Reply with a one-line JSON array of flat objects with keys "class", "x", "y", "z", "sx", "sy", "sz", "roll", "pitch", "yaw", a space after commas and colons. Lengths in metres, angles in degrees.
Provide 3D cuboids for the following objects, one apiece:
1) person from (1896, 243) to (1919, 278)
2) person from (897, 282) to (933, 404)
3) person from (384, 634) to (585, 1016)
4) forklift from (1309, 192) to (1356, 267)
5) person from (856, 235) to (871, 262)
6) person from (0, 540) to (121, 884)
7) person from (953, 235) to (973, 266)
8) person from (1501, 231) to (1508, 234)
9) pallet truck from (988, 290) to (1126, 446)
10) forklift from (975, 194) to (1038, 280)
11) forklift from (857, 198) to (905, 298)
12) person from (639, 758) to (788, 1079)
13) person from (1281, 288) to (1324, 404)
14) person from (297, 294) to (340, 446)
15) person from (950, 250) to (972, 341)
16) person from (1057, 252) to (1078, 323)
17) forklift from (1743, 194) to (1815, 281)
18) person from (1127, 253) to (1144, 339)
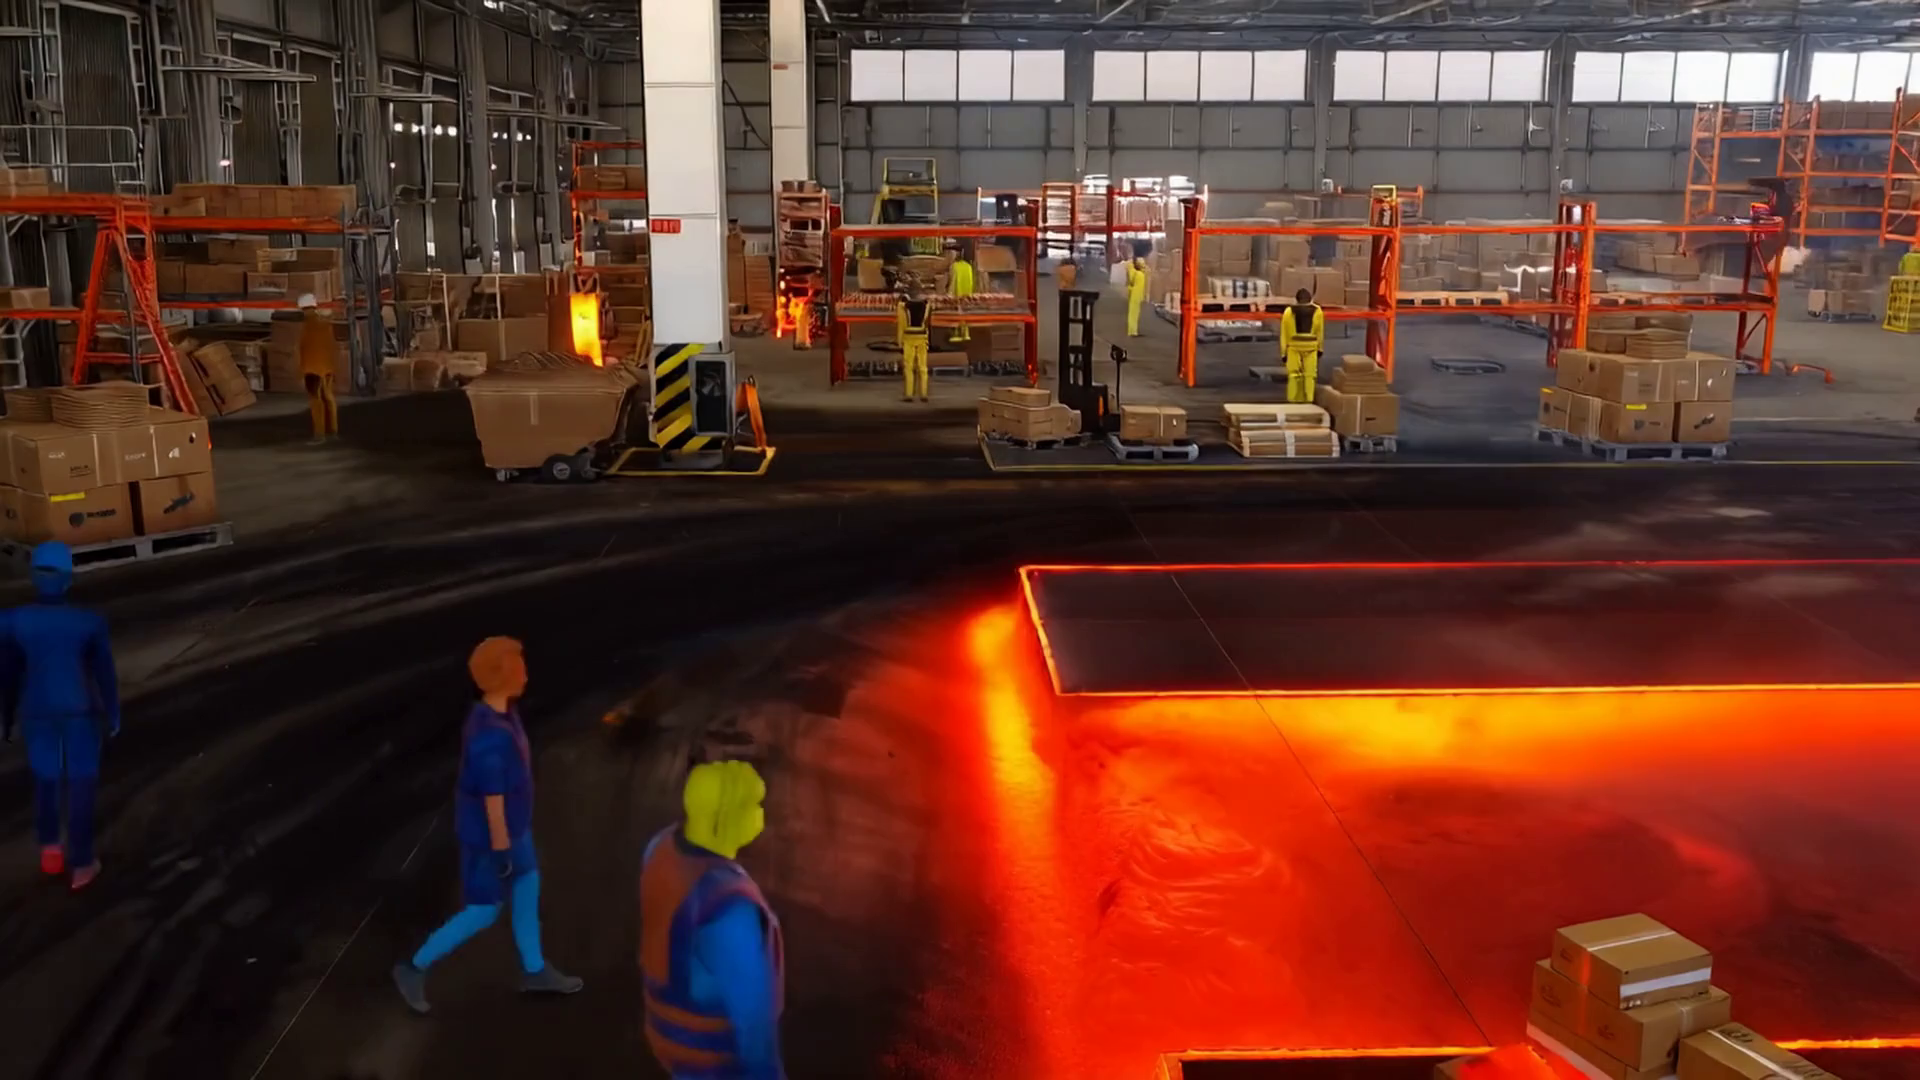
[{"class": "person", "x": 25.392, "y": -7.116, "z": 44.600, "sx": 0.557, "sy": 1.656, "sz": 0.819, "roll": 3, "pitch": 13, "yaw": 13}, {"class": "person", "x": -0.694, "y": -3.035, "z": 25.694, "sx": 0.576, "sy": 1.883, "sz": 0.355, "roll": -5, "pitch": 13, "yaw": -20}, {"class": "person", "x": -2.045, "y": 1.212, "z": 7.014, "sx": 0.757, "sy": 1.673, "sz": 0.541, "roll": -3, "pitch": 13, "yaw": -12}, {"class": "forklift", "x": 13.277, "y": -11.084, "z": 59.763, "sx": 1.873, "sy": 2.768, "sz": 1.129, "roll": -4, "pitch": 13, "yaw": -18}, {"class": "person", "x": -3.129, "y": -9.216, "z": 54.204, "sx": 0.523, "sy": 1.615, "sz": 0.650, "roll": -4, "pitch": 13, "yaw": -18}, {"class": "person", "x": -4.516, "y": 0.867, "z": 8.365, "sx": 0.555, "sy": 1.748, "sz": 0.390, "roll": -3, "pitch": 13, "yaw": -12}, {"class": "person", "x": 0.061, "y": -8.360, "z": 49.702, "sx": 0.656, "sy": 1.891, "sz": 1.005, "roll": -4, "pitch": 13, "yaw": -18}, {"class": "person", "x": 17.613, "y": -9.311, "z": 54.063, "sx": 0.621, "sy": 1.865, "sz": 0.996, "roll": -4, "pitch": 13, "yaw": -18}, {"class": "pallet truck", "x": 1.257, "y": -2.299, "z": 22.111, "sx": 1.885, "sy": 1.965, "sz": 0.823, "roll": -9, "pitch": 15, "yaw": -35}, {"class": "forklift", "x": 1.522, "y": -10.149, "z": 55.546, "sx": 1.873, "sy": 2.768, "sz": 1.129, "roll": -7, "pitch": 14, "yaw": -30}, {"class": "forklift", "x": -1.871, "y": -8.199, "z": 46.740, "sx": 1.873, "sy": 2.768, "sz": 1.129, "roll": 5, "pitch": 13, "yaw": 22}, {"class": "person", "x": -0.713, "y": 1.546, "z": 5.150, "sx": 0.549, "sy": 1.821, "sz": 0.654, "roll": -7, "pitch": 14, "yaw": -27}, {"class": "person", "x": 5.136, "y": -2.865, "z": 25.022, "sx": 0.627, "sy": 1.844, "sz": 0.429, "roll": 1, "pitch": 13, "yaw": 4}, {"class": "person", "x": -8.438, "y": -2.225, "z": 21.786, "sx": 0.399, "sy": 1.989, "sz": 0.623, "roll": 4, "pitch": 13, "yaw": 19}, {"class": "person", "x": 0.018, "y": -5.193, "z": 35.366, "sx": 0.392, "sy": 1.926, "sz": 0.643, "roll": 9, "pitch": 15, "yaw": 35}, {"class": "person", "x": 2.533, "y": -5.903, "z": 39.059, "sx": 0.493, "sy": 1.703, "sz": 0.884, "roll": -4, "pitch": 13, "yaw": -19}, {"class": "forklift", "x": 26.801, "y": -9.844, "z": 54.167, "sx": 1.873, "sy": 2.768, "sz": 1.129, "roll": 10, "pitch": 16, "yaw": 38}, {"class": "person", "x": 3.781, "y": -5.250, "z": 35.815, "sx": 0.339, "sy": 1.840, "sz": 0.511, "roll": 8, "pitch": 15, "yaw": 32}]
